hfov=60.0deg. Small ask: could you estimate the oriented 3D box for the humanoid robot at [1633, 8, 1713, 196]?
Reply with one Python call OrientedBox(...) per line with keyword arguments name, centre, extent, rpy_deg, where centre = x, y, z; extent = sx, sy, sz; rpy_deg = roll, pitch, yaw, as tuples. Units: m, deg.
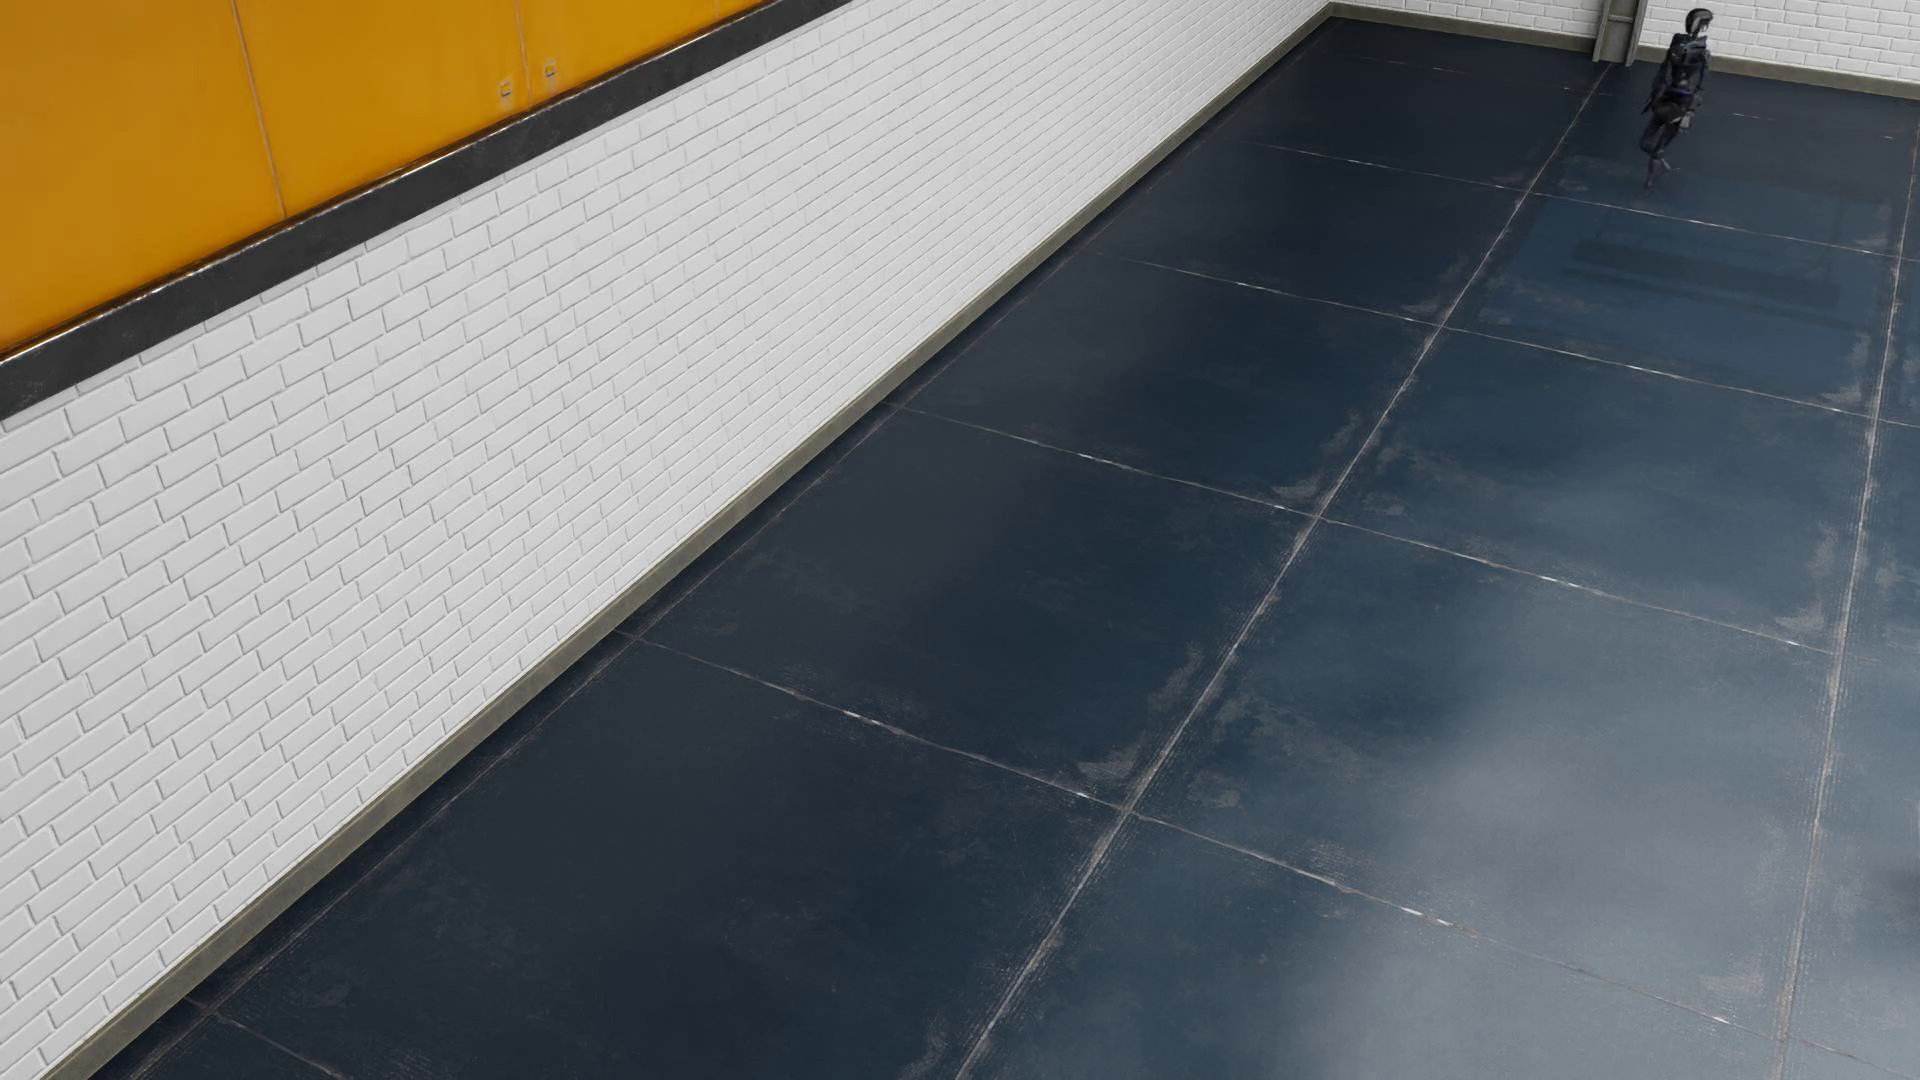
OrientedBox(name="humanoid robot", centre=(6.187, -3.770, 14.344), extent=(0.454, 1.643, 0.601), rpy_deg=(-10, 35, -14))
